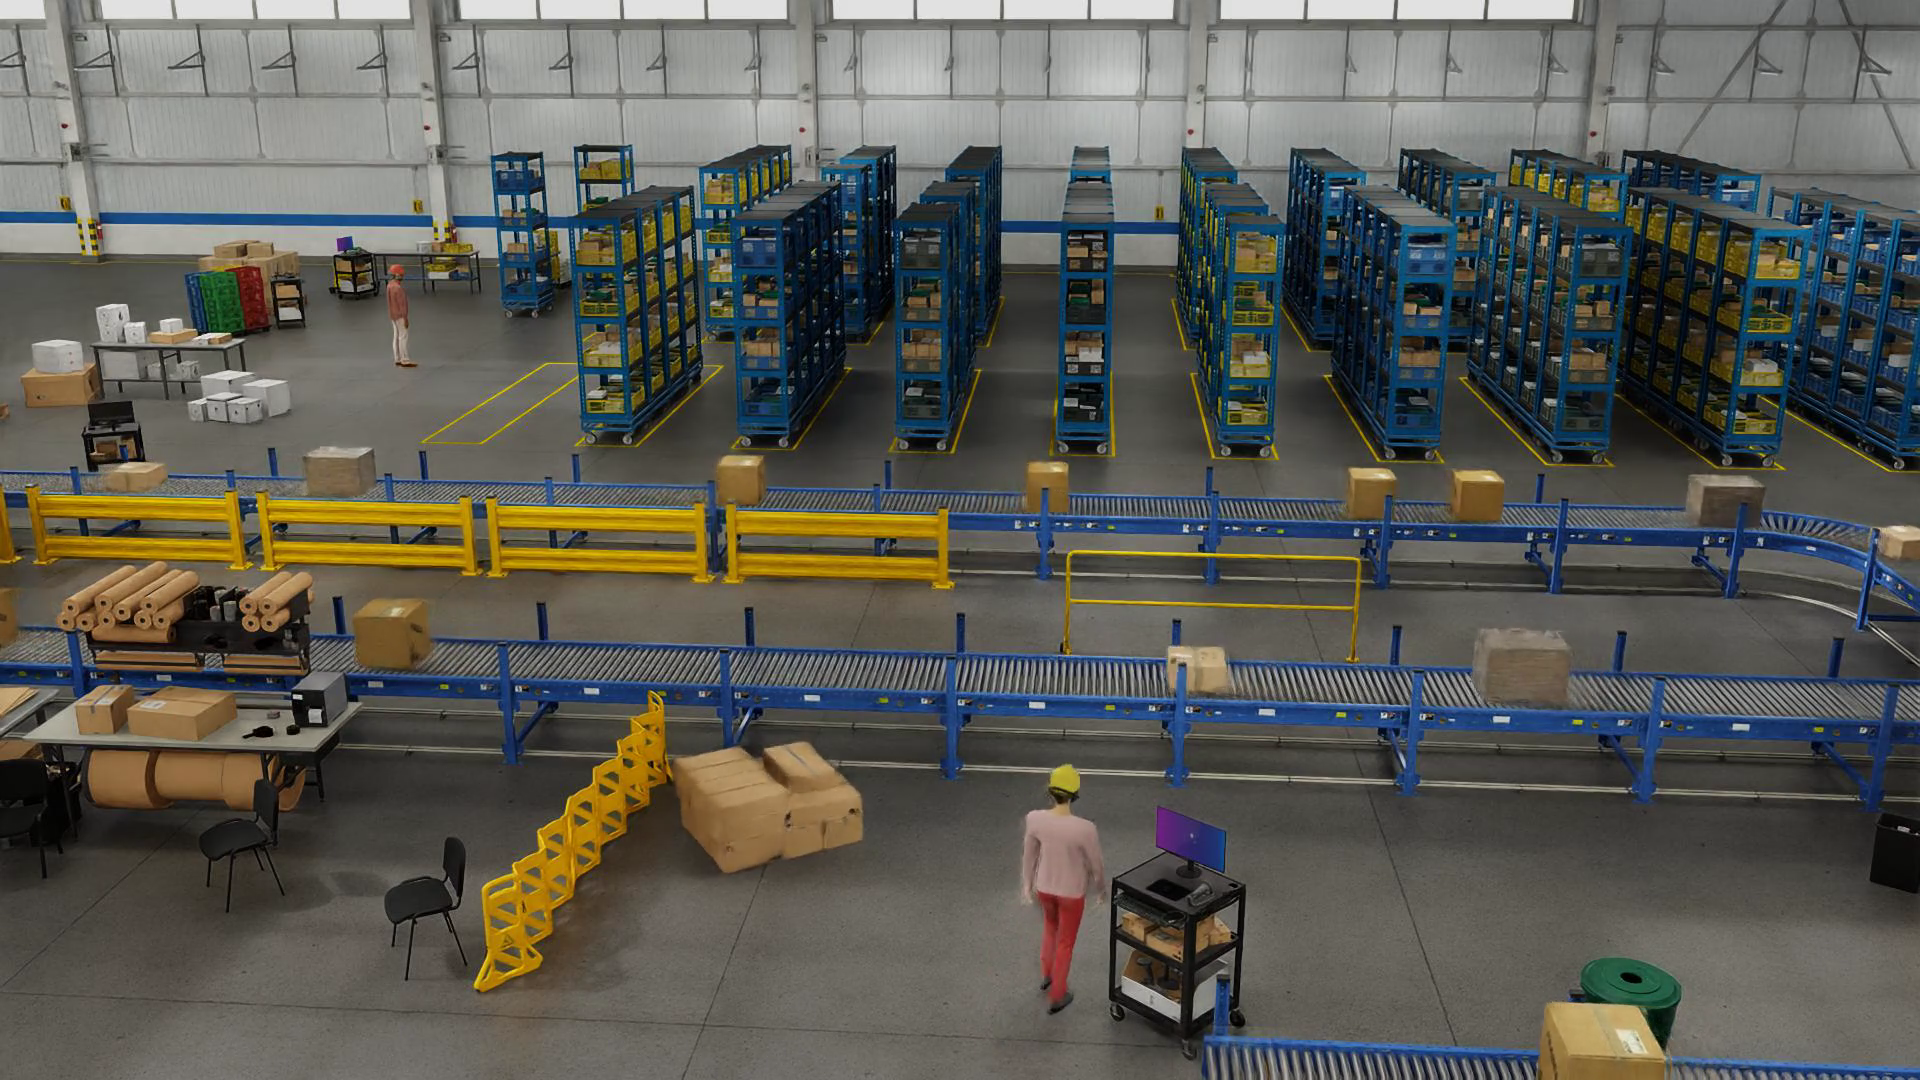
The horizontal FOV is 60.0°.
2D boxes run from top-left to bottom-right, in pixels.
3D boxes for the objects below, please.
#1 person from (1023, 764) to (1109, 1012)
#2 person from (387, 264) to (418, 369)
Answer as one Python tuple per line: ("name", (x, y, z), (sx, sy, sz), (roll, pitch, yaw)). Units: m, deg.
("person", (0.739, 2.328, 11.312), (0.539, 1.748, 0.608), (11, 21, 31))
("person", (-10.730, -4.282, 31.884), (0.381, 1.991, 0.624), (-14, 23, -38))
